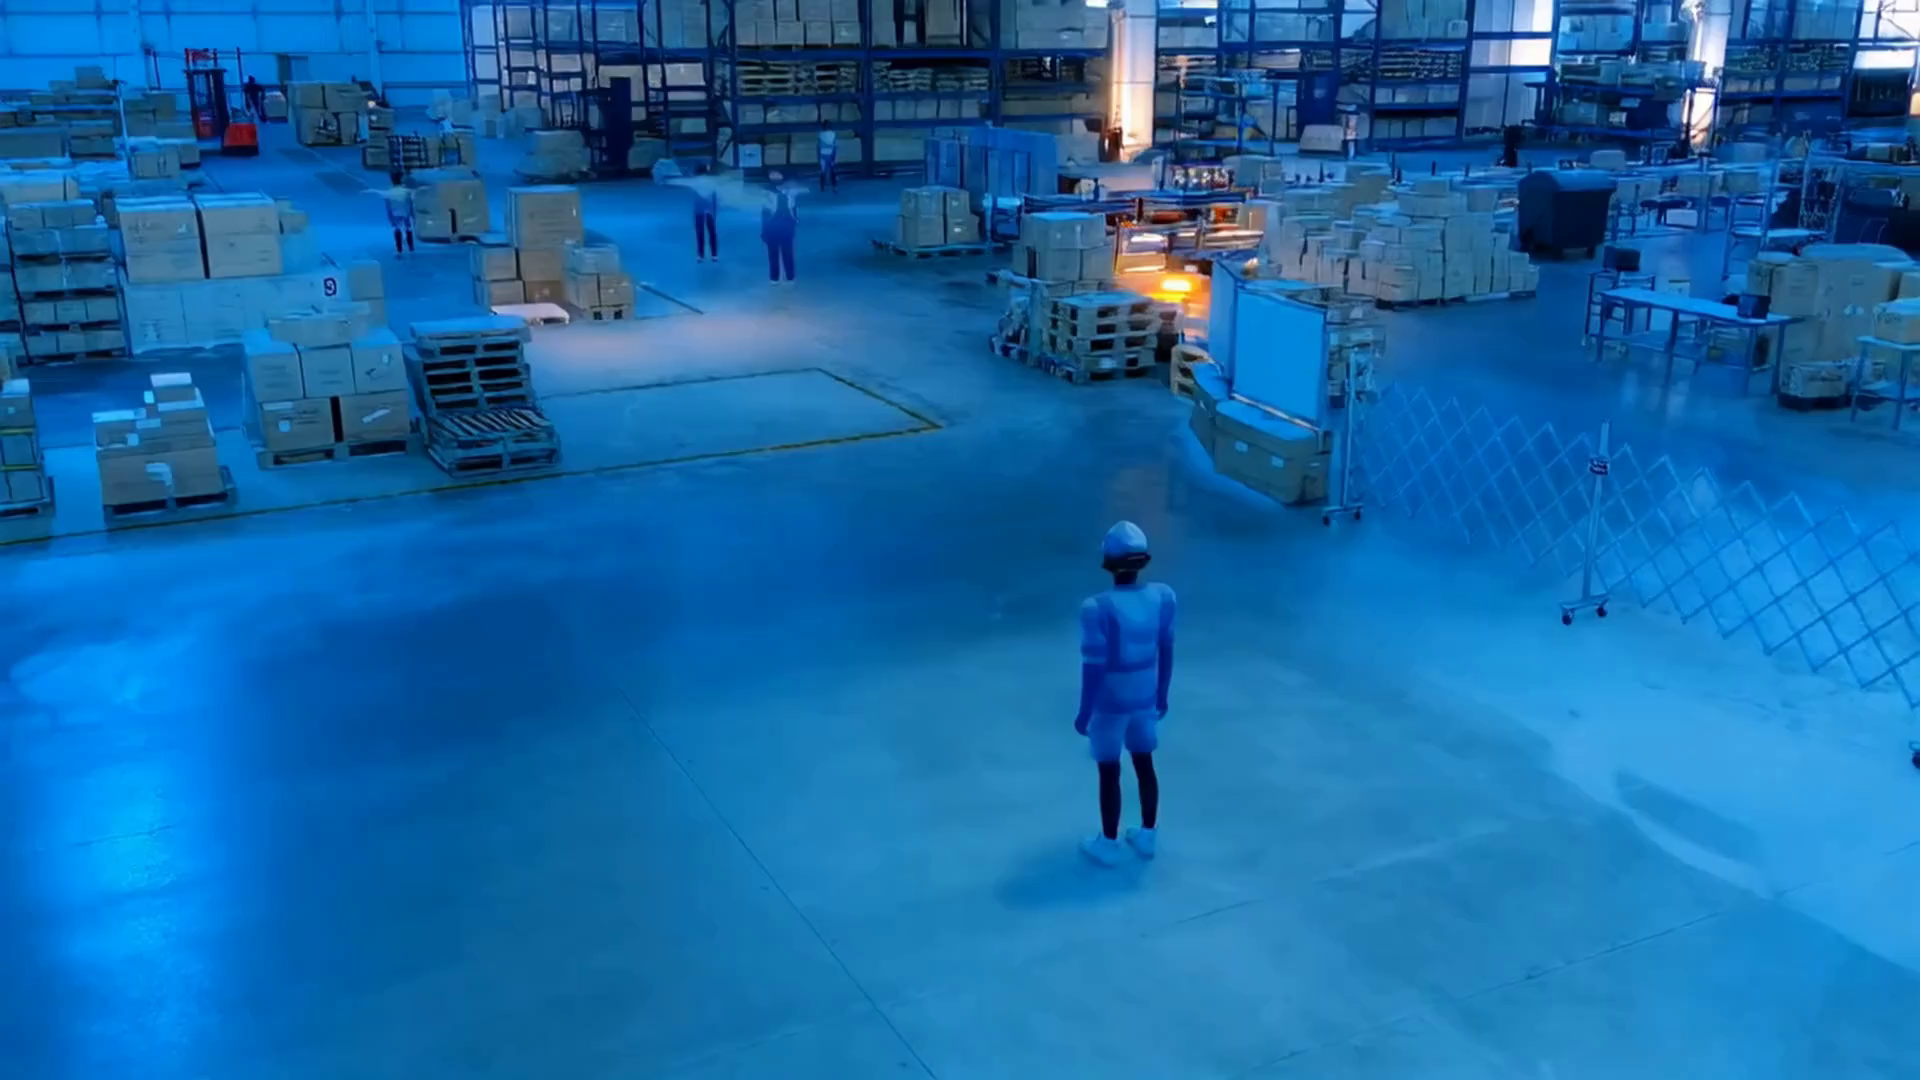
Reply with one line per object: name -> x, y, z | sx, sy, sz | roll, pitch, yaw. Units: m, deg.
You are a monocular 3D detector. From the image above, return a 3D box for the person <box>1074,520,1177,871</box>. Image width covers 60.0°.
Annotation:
person -> 0.914, 0.878, 9.448 | 0.614, 2.040, 0.390 | -9, 20, -26

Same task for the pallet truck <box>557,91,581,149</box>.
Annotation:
pallet truck -> -13.495, -14.412, 57.188 | 0.823, 1.965, 1.885 | -3, 18, -9

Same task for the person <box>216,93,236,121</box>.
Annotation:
person -> -25.077, -14.300, 56.842 | 0.622, 1.992, 0.396 | -9, 20, -26

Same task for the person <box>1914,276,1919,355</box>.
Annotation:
person -> 13.708, -3.510, 23.577 | 0.533, 1.765, 0.331 | -9, 20, -26

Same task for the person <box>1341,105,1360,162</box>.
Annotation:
person -> 11.684, -12.035, 49.861 | 0.615, 1.943, 0.409 | -9, 20, -26

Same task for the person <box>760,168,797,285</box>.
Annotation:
person -> -3.252, -5.588, 29.610 | 0.701, 2.000, 0.538 | -12, 21, -32

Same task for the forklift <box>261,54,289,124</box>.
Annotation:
forklift -> -28.620, -19.103, 70.388 | 1.873, 2.768, 1.129 | -9, 20, -26

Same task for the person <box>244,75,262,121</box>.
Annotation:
person -> -30.637, -19.178, 72.143 | 0.635, 1.937, 0.352 | -9, 20, -26

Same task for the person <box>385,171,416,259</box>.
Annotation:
person -> -10.970, -6.383, 32.643 | 0.540, 1.695, 0.317 | -9, 20, -26

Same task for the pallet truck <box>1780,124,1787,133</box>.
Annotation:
pallet truck -> 25.206, -12.542, 52.601 | 1.601, 1.201, 0.680 | 0, 18, -2

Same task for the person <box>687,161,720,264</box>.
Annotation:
person -> -4.906, -6.271, 31.903 | 0.635, 1.936, 0.356 | -9, 20, -26

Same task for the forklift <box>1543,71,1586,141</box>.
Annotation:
forklift -> 18.685, -13.231, 52.085 | 1.873, 2.768, 1.129 | -9, 20, -26

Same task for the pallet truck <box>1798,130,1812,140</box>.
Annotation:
pallet truck -> 25.526, -11.556, 49.408 | 1.630, 1.274, 0.653 | -9, 20, -26

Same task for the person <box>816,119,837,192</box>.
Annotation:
person -> -3.543, -10.248, 44.339 | 0.596, 1.914, 0.373 | -9, 20, -26

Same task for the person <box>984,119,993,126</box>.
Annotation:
person -> 0.755, -10.081, 43.786 | 0.551, 1.932, 0.378 | -9, 20, -26

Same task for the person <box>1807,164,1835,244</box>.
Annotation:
person -> 16.585, -6.297, 32.105 | 0.533, 1.864, 0.310 | -9, 20, -26

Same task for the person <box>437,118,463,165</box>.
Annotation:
person -> -13.422, -10.103, 43.808 | 0.613, 1.961, 0.368 | -9, 20, -26

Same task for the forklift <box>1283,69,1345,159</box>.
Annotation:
forklift -> 11.616, -13.871, 54.079 | 1.129, 2.768, 1.873 | -9, 20, -26

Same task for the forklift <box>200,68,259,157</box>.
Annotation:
forklift -> -24.369, -14.147, 54.940 | 1.873, 2.768, 1.129 | -9, 20, -26

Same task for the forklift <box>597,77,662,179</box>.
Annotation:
forklift -> -9.687, -11.923, 48.004 | 1.873, 2.768, 1.129 | -9, 20, -26

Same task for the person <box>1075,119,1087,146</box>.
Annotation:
person -> 4.004, -13.728, 55.539 | 0.540, 1.695, 0.317 | -9, 20, -26

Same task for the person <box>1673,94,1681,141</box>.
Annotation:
person -> 26.463, -15.542, 60.980 | 0.600, 1.827, 0.404 | -9, 20, -26
